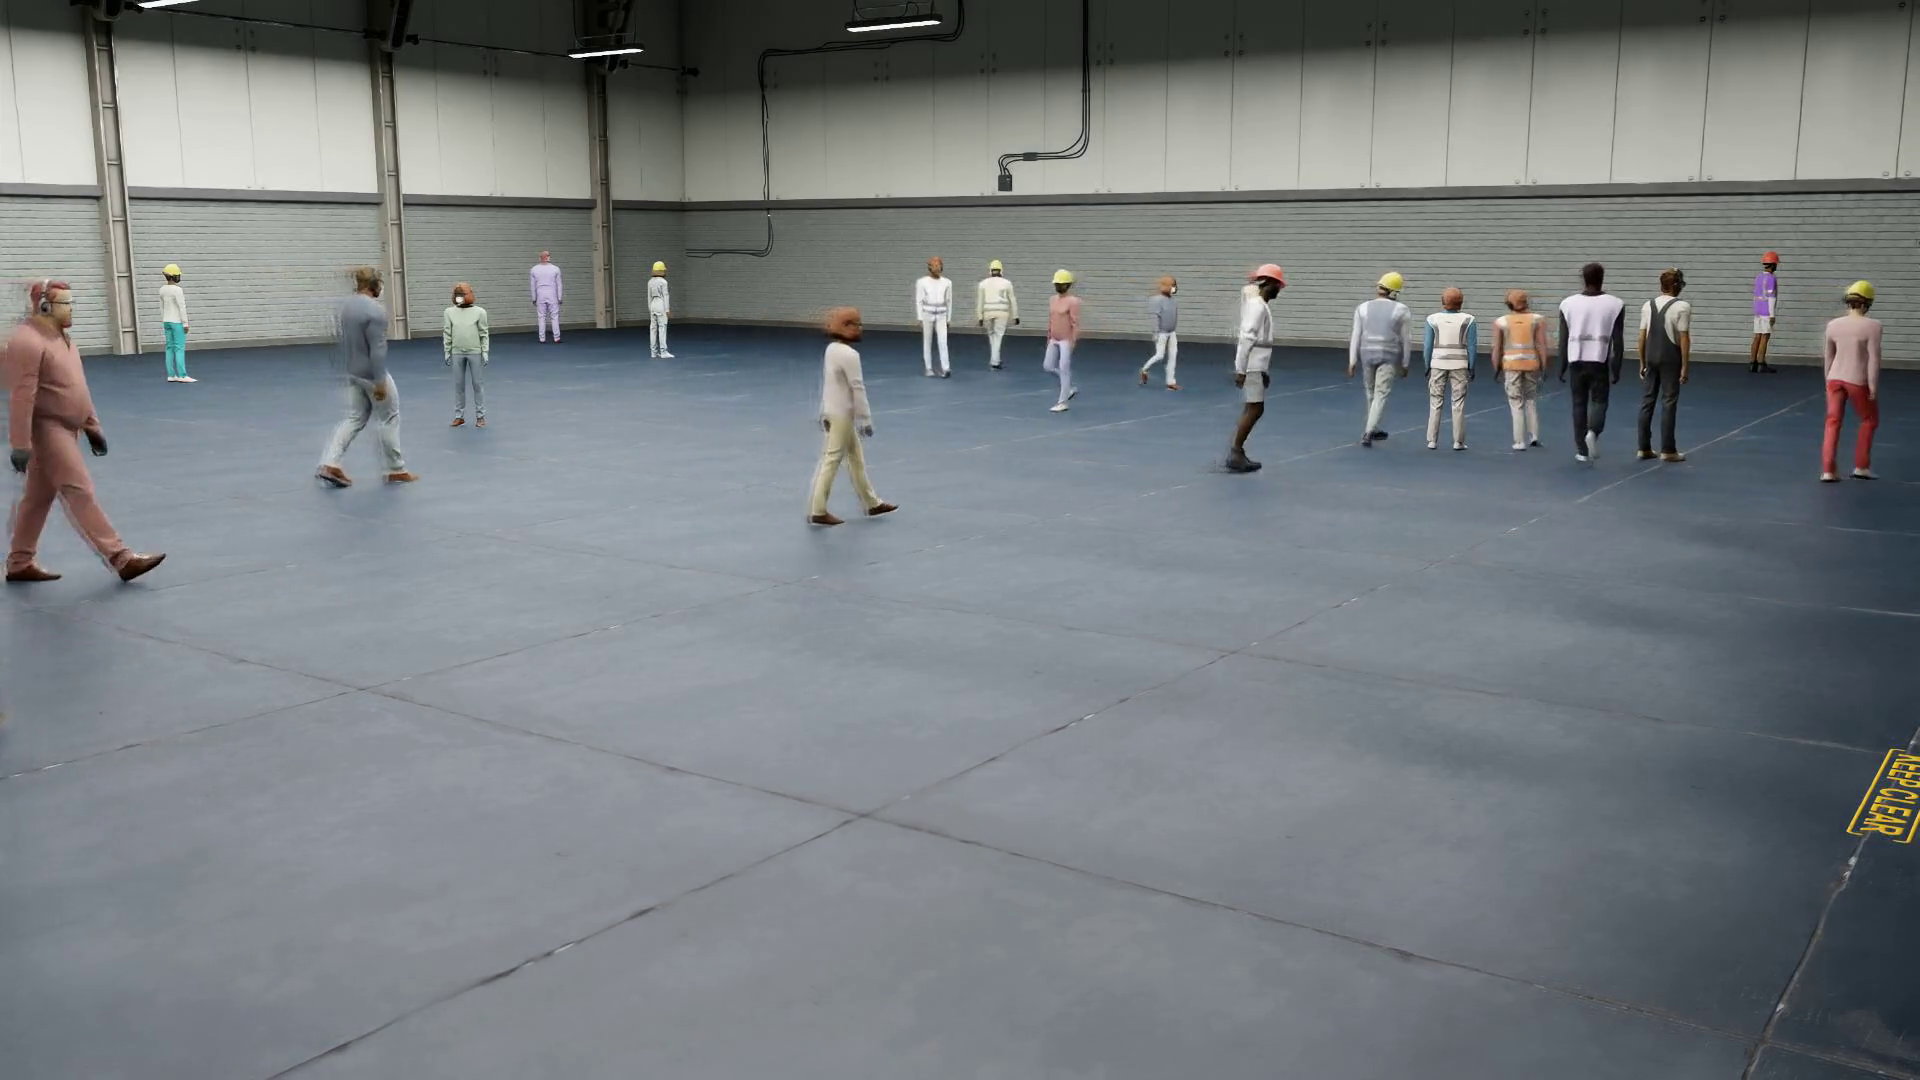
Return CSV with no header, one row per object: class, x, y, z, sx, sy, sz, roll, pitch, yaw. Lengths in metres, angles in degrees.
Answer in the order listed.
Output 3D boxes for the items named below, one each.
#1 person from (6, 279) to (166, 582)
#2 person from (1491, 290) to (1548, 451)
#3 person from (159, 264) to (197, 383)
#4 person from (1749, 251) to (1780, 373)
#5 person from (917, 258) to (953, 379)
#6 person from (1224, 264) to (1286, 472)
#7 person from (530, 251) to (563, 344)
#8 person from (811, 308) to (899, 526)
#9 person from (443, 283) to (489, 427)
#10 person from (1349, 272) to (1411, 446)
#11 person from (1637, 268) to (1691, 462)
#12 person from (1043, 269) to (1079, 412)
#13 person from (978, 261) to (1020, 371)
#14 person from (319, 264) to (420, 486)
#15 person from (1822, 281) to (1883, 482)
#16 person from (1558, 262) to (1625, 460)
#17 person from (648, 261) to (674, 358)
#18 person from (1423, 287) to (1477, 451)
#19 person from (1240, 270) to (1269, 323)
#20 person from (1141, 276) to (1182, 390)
person,-5.412,-0.644,10.120,1.016,1.850,0.680,-2,10,-10
person,5.626,-1.707,16.758,0.521,1.603,0.431,1,10,6
person,-11.728,-3.234,24.876,0.522,1.768,0.311,6,12,30
person,12.932,-3.644,26.671,0.340,1.942,0.552,0,10,0
person,-0.384,-3.416,25.701,0.572,1.835,0.998,-2,10,-9
person,2.722,-1.576,15.234,0.499,1.890,0.599,2,10,13
person,-8.566,-5.025,34.524,0.643,1.905,0.400,0,10,-1
person,-0.759,-0.905,12.283,0.811,1.592,0.520,-4,11,-23
person,-5.598,-2.095,18.867,0.507,1.631,0.274,0,10,1
person,4.333,-1.867,17.195,0.612,1.787,0.898,7,12,33
person,6.725,-1.670,15.891,0.344,1.845,0.506,-7,12,-33
person,1.275,-2.469,20.587,0.393,1.753,0.550,-8,13,-37
person,0.642,-3.679,27.292,0.617,1.778,0.917,5,11,24
person,-5.107,-1.388,14.186,0.649,1.912,0.879,9,13,40
person,7.801,-1.372,14.477,0.649,1.741,0.560,-6,12,-29
person,5.987,-1.682,15.825,0.589,1.900,0.490,4,11,23
person,-5.472,-4.197,30.327,0.484,1.745,0.307,8,13,36
person,4.919,-1.713,16.715,0.522,1.638,0.306,4,11,23
person,4.891,-3.668,27.689,0.509,1.629,0.316,7,13,36
person,2.888,-2.948,23.673,0.510,1.615,0.612,-8,13,-37
